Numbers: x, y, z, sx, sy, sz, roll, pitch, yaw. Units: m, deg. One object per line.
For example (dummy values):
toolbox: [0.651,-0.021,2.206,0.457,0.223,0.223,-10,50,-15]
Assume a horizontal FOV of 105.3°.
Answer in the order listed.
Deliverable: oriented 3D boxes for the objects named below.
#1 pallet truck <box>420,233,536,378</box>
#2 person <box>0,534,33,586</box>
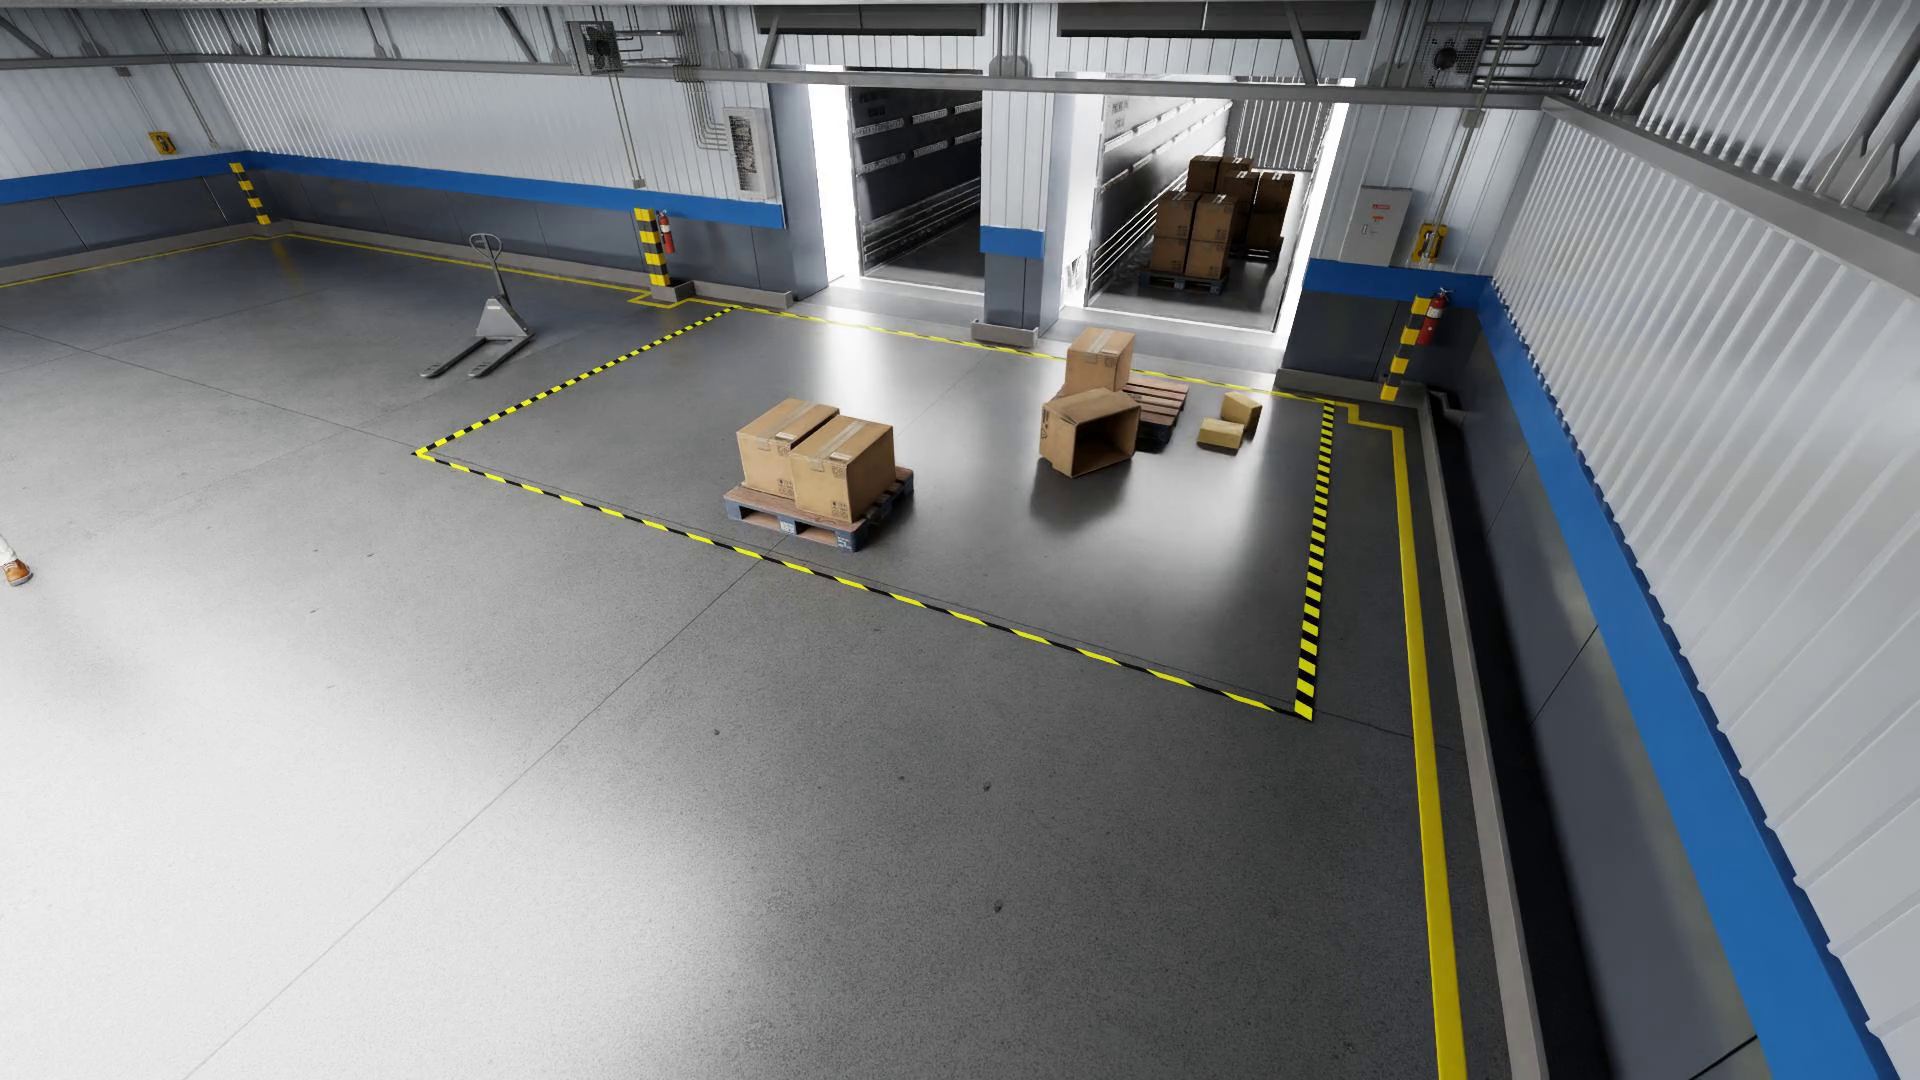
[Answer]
pallet truck: [-5.664,-2.712,8.427,0.680,1.201,1.601,0,35,-1]
person: [-6.901,-0.471,4.671,0.607,1.947,0.386,-27,44,-33]
